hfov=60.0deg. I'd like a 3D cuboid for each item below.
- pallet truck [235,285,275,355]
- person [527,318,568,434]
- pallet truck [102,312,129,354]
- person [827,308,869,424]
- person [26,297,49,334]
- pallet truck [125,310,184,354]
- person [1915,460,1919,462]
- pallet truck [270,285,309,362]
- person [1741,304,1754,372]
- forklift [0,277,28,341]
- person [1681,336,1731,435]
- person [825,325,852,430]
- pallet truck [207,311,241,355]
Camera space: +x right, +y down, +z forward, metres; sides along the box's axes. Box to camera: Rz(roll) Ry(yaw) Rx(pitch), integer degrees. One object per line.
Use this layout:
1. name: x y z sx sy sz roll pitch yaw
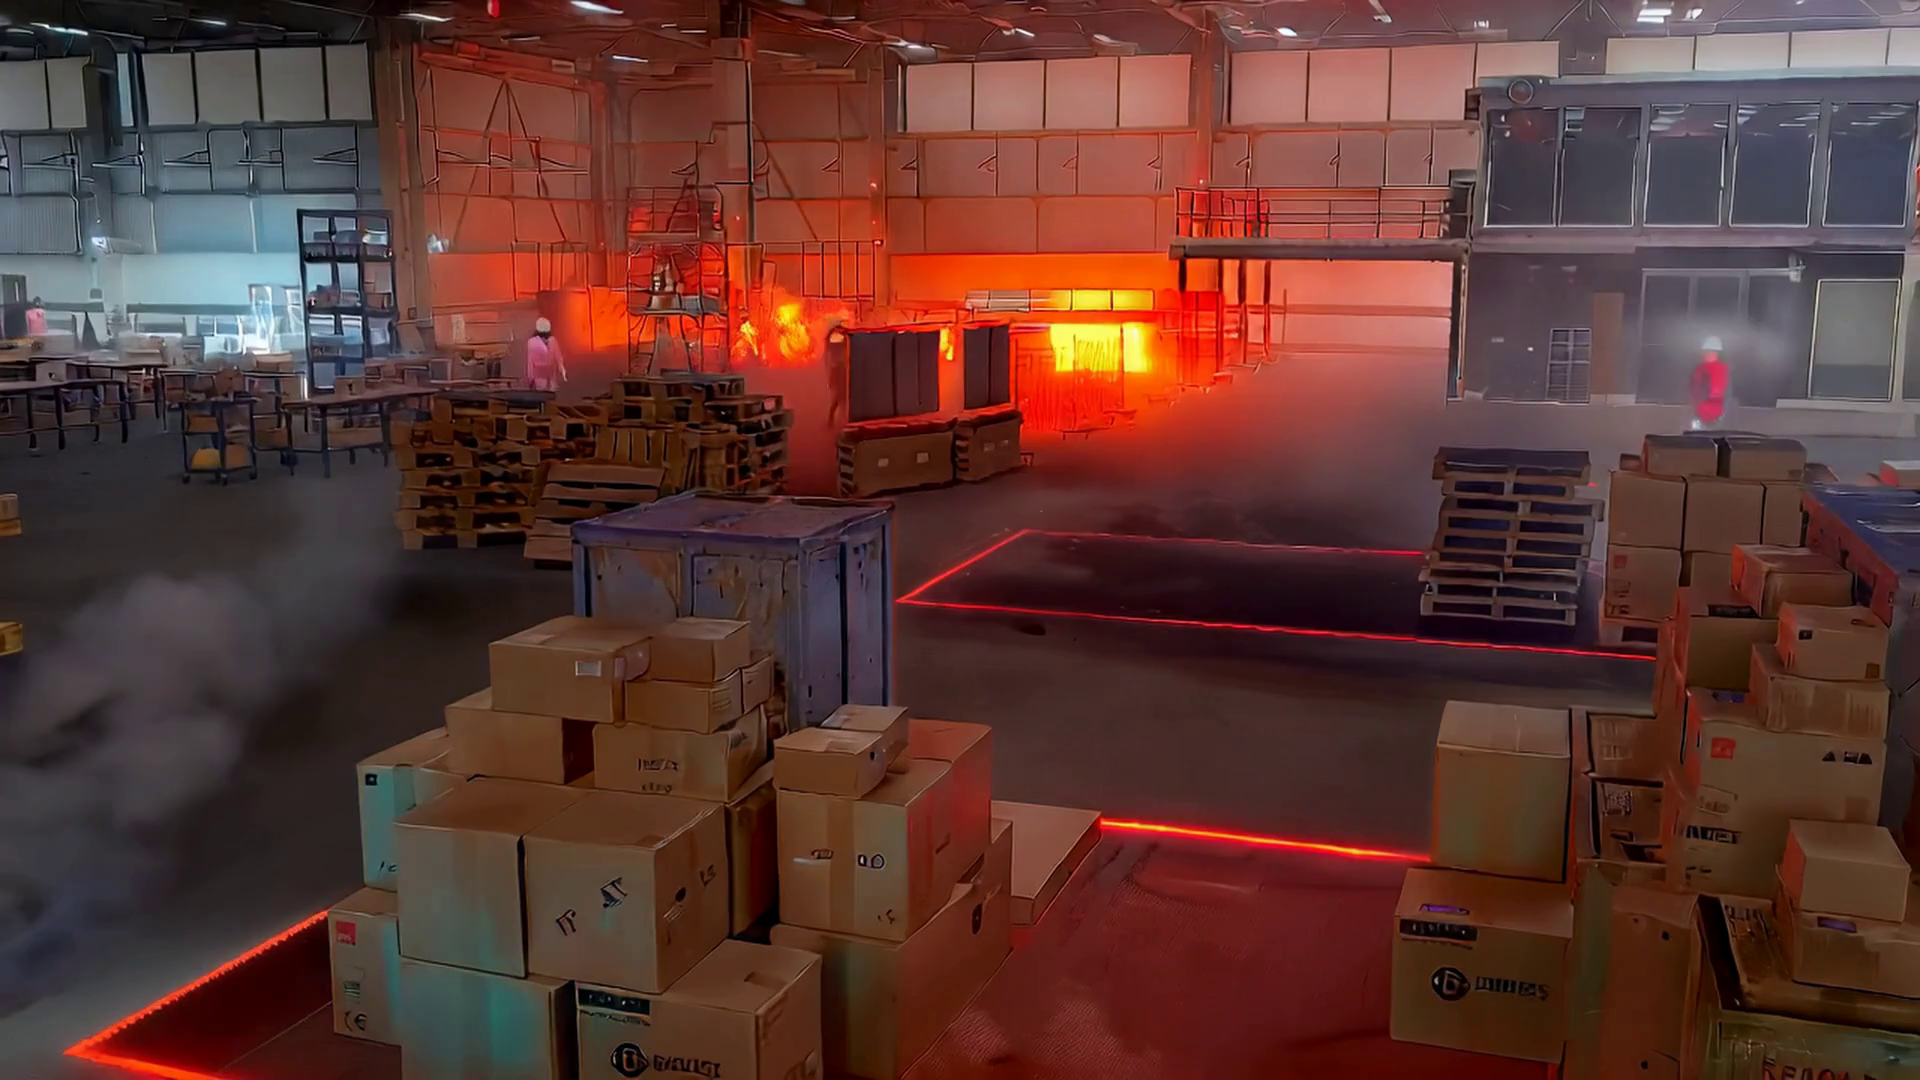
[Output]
1. pallet truck: -18.327 -5.835 44.421 0.823 1.965 1.885 4 11 23
2. person: -6.545 -2.597 26.509 0.826 1.880 0.640 9 13 40
3. pallet truck: -23.057 -5.777 46.261 0.680 1.201 1.601 3 11 19
4. person: -1.937 -2.971 28.390 0.653 1.955 0.933 8 13 38
5. person: -22.699 -5.107 40.977 0.316 1.769 0.525 6 12 29
6. pallet truck: -22.038 -5.665 45.457 0.704 1.261 1.522 3 11 17
7. person: 13.386 -1.920 22.702 0.356 1.883 0.573 0 10 -2
8. pallet truck: -17.147 -5.700 43.663 0.823 1.965 1.885 3 11 17
9. person: 16.117 -3.962 34.152 0.414 1.898 0.660 -1 10 -7
10. forklift: -27.151 -6.329 46.328 1.157 1.987 2.680 3 11 17
11. person: 9.199 -1.558 20.555 0.565 1.915 0.510 -4 11 -21
12. person: -2.019 -2.644 27.199 0.506 1.722 0.587 6 12 31
13. pallet truck: -19.537 -5.575 44.913 0.653 1.274 1.630 3 11 19
